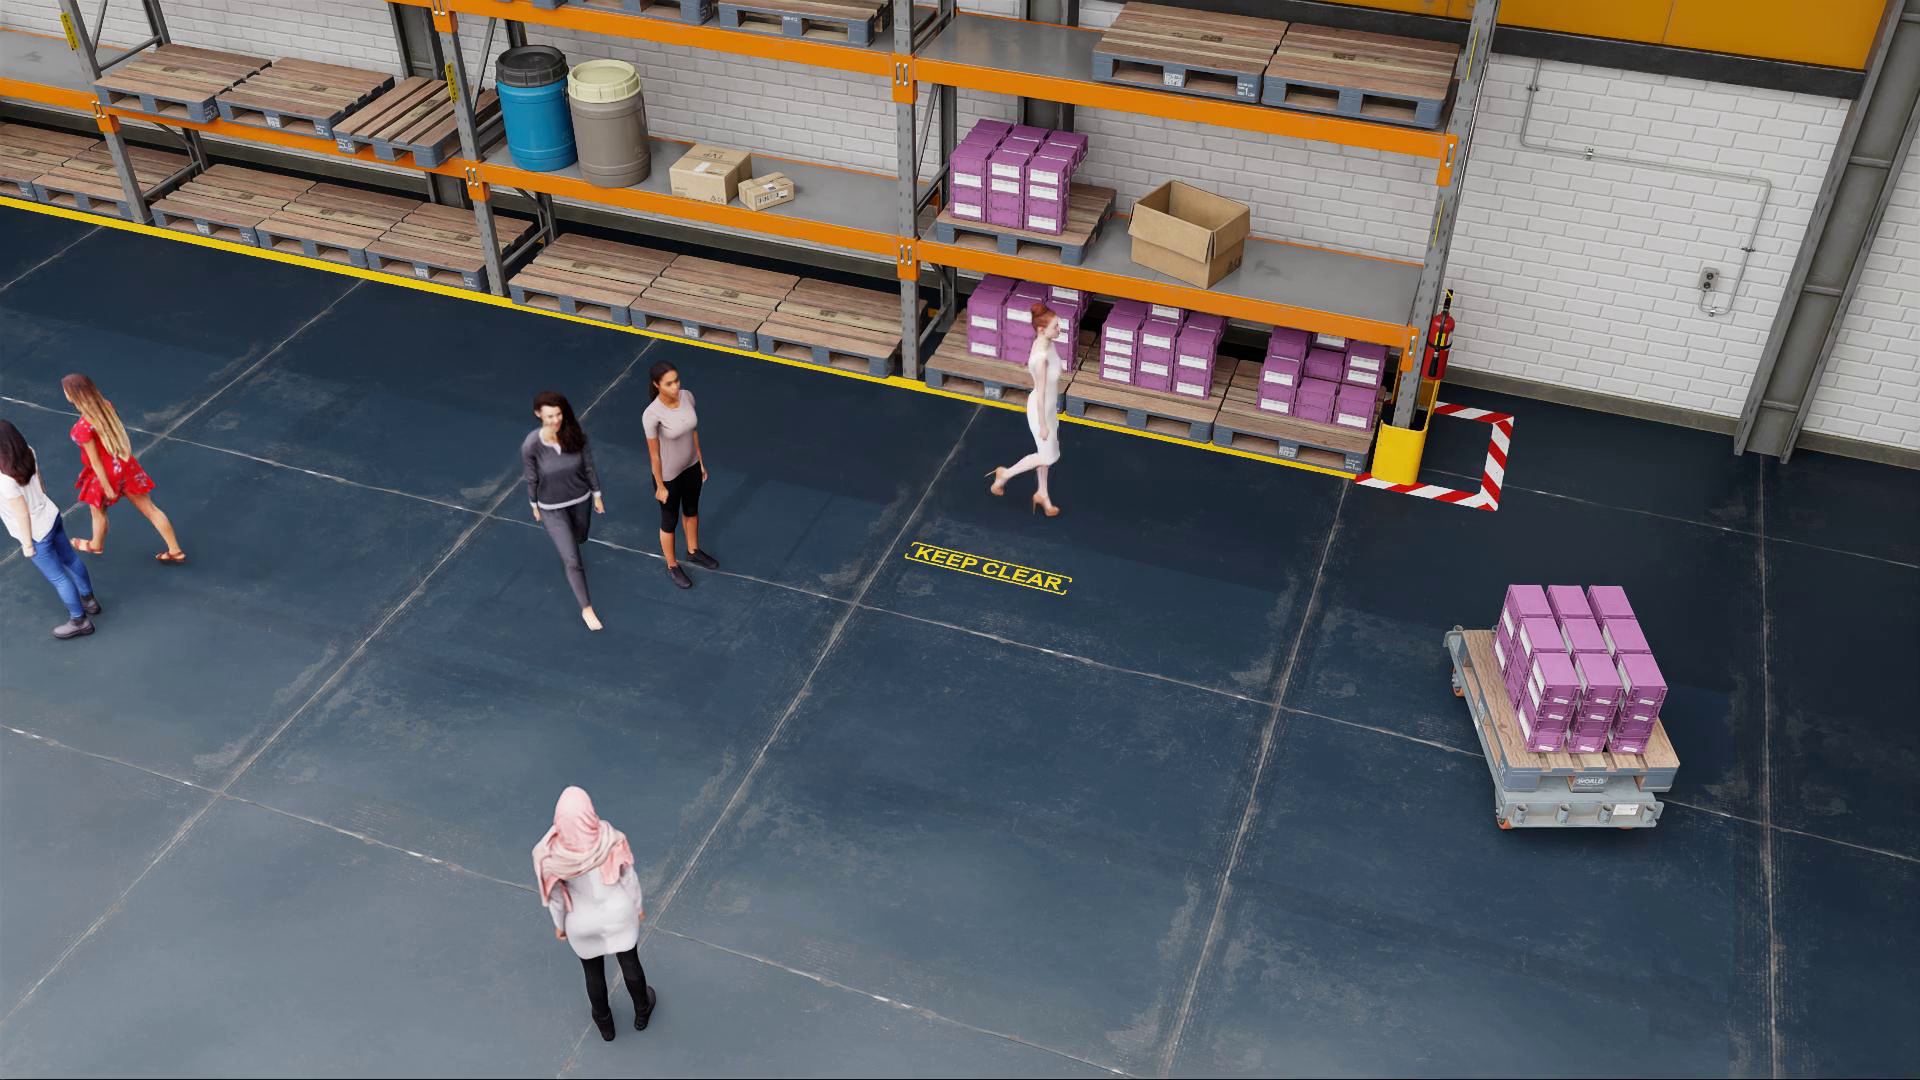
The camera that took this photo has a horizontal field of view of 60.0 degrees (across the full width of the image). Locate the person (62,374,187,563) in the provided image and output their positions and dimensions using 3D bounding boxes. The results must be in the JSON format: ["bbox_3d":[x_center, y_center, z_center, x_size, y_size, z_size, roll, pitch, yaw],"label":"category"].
[{"bbox_3d":[-5.797,-0.446,11.564,1.081,1.553,0.715,6,39,7],"label":"person"}]

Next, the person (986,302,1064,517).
[{"bbox_3d":[0.503,-0.902,11.952,0.818,1.782,0.639,8,39,10],"label":"person"}]

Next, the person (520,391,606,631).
[{"bbox_3d":[-2.704,-0.295,11.235,1.030,1.728,1.200,-24,45,-27],"label":"person"}]

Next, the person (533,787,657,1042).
[{"bbox_3d":[-1.826,1.899,8.428,0.714,1.803,0.800,-10,40,-12],"label":"person"}]

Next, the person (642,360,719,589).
[{"bbox_3d":[-1.955,-0.478,11.449,0.639,1.748,0.665,26,45,28],"label":"person"}]

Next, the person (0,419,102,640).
[{"bbox_3d":[-6.074,-0.073,10.992,0.673,1.684,0.680,-4,39,-5],"label":"person"}]
